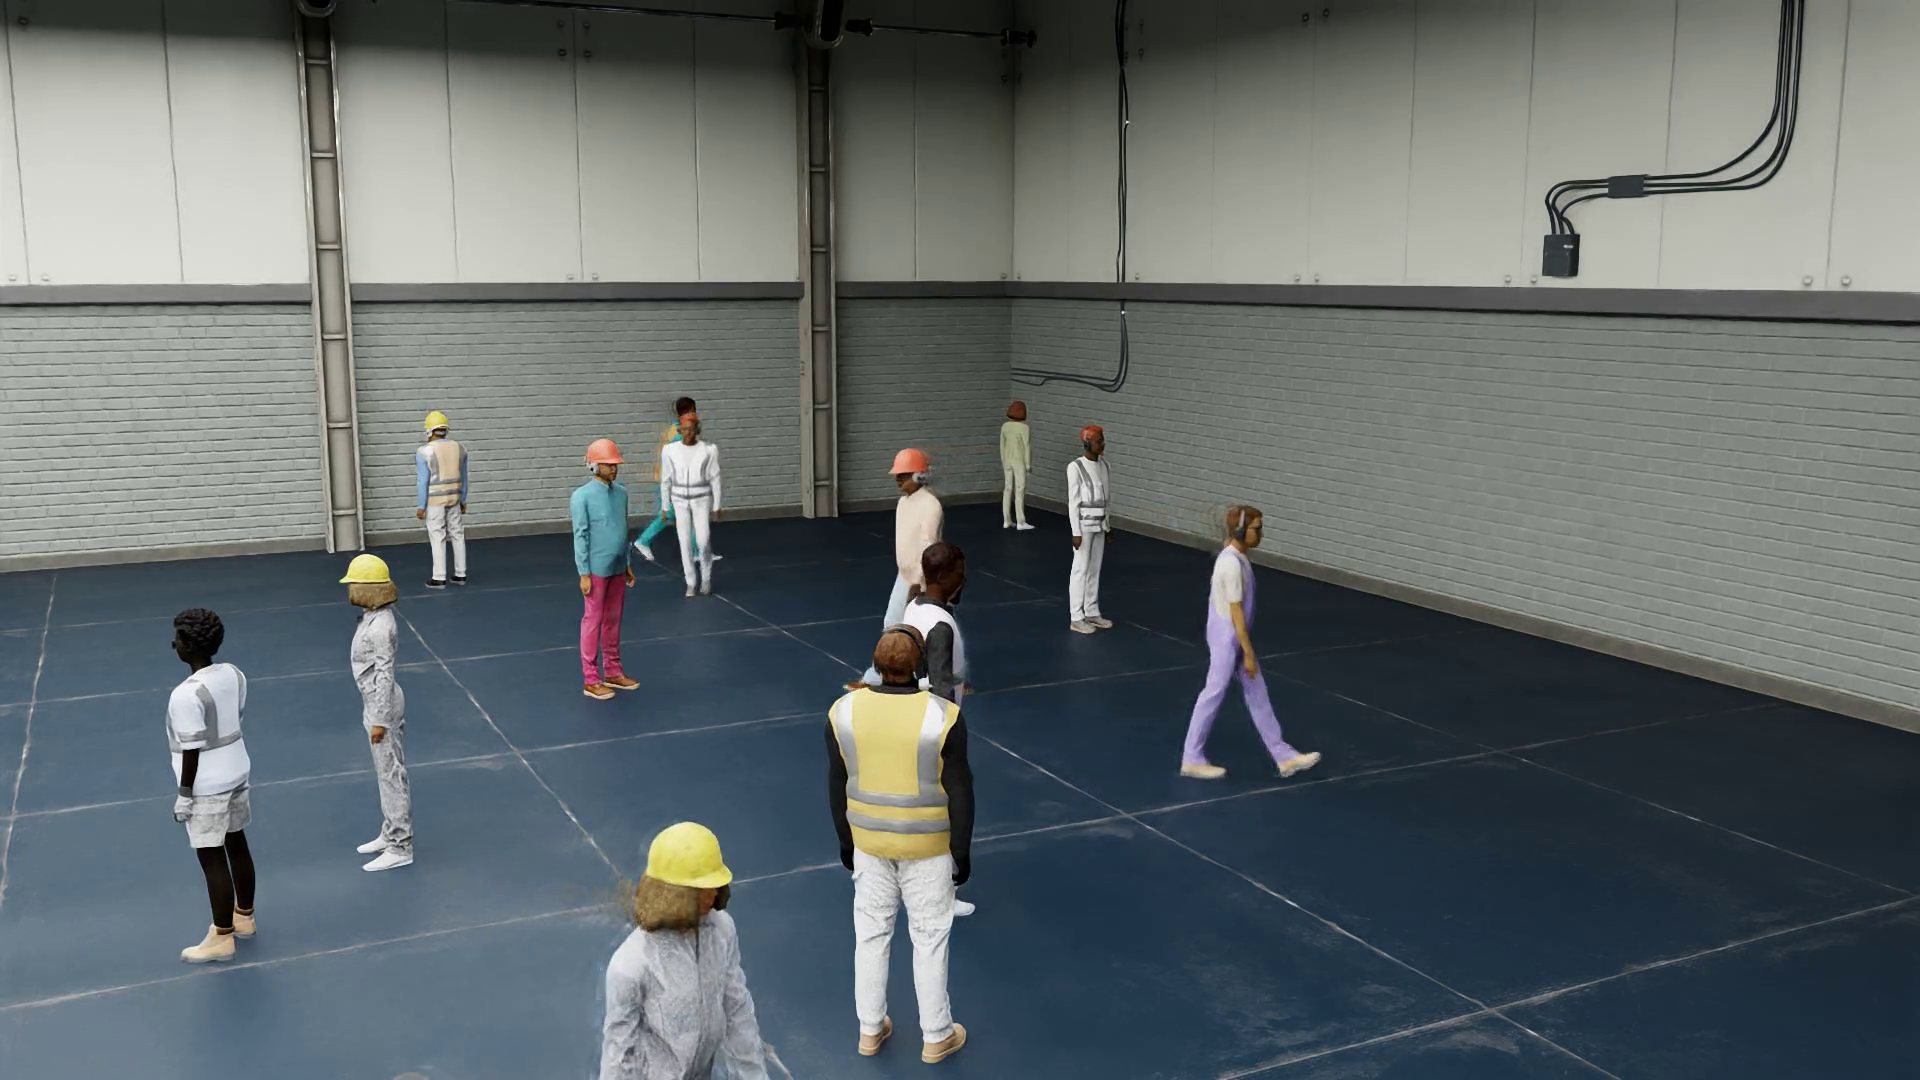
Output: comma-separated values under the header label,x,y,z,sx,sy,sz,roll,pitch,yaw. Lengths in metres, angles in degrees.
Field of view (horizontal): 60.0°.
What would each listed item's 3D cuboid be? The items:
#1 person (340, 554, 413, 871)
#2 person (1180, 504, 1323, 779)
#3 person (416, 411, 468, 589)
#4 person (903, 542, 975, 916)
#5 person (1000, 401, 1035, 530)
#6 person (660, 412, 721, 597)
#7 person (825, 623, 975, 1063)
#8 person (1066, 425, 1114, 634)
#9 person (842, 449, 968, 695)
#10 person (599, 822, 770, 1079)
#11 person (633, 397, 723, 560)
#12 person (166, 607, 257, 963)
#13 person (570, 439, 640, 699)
label,x,y,z,sx,sy,sz,roll,pitch,yaw
person,-3.212,0.939,9.153,0.296,1.745,0.484,-4,10,-22
person,1.853,0.676,10.591,0.942,1.798,0.541,3,10,16
person,-5.370,-0.414,17.215,0.403,1.831,0.595,7,12,38
person,-0.149,0.956,8.521,0.372,1.914,0.597,-2,10,-14
person,0.719,-0.948,21.121,0.285,1.632,0.499,-8,12,-42
person,-2.701,-0.347,16.689,0.590,1.866,0.438,0,9,2
person,-0.231,1.254,6.911,0.625,1.846,0.429,3,10,17
person,1.194,-0.104,15.153,0.355,1.885,0.576,7,12,37
person,-0.375,0.281,12.601,1.025,1.938,0.610,-6,11,-33
person,-0.763,1.648,4.841,0.690,1.716,0.501,4,10,25
person,-3.214,-0.681,18.741,0.933,1.883,0.592,-2,9,-13
person,-3.581,1.159,7.946,0.319,1.696,0.532,0,9,2
person,-2.740,0.213,12.857,0.377,1.995,0.608,4,10,25
